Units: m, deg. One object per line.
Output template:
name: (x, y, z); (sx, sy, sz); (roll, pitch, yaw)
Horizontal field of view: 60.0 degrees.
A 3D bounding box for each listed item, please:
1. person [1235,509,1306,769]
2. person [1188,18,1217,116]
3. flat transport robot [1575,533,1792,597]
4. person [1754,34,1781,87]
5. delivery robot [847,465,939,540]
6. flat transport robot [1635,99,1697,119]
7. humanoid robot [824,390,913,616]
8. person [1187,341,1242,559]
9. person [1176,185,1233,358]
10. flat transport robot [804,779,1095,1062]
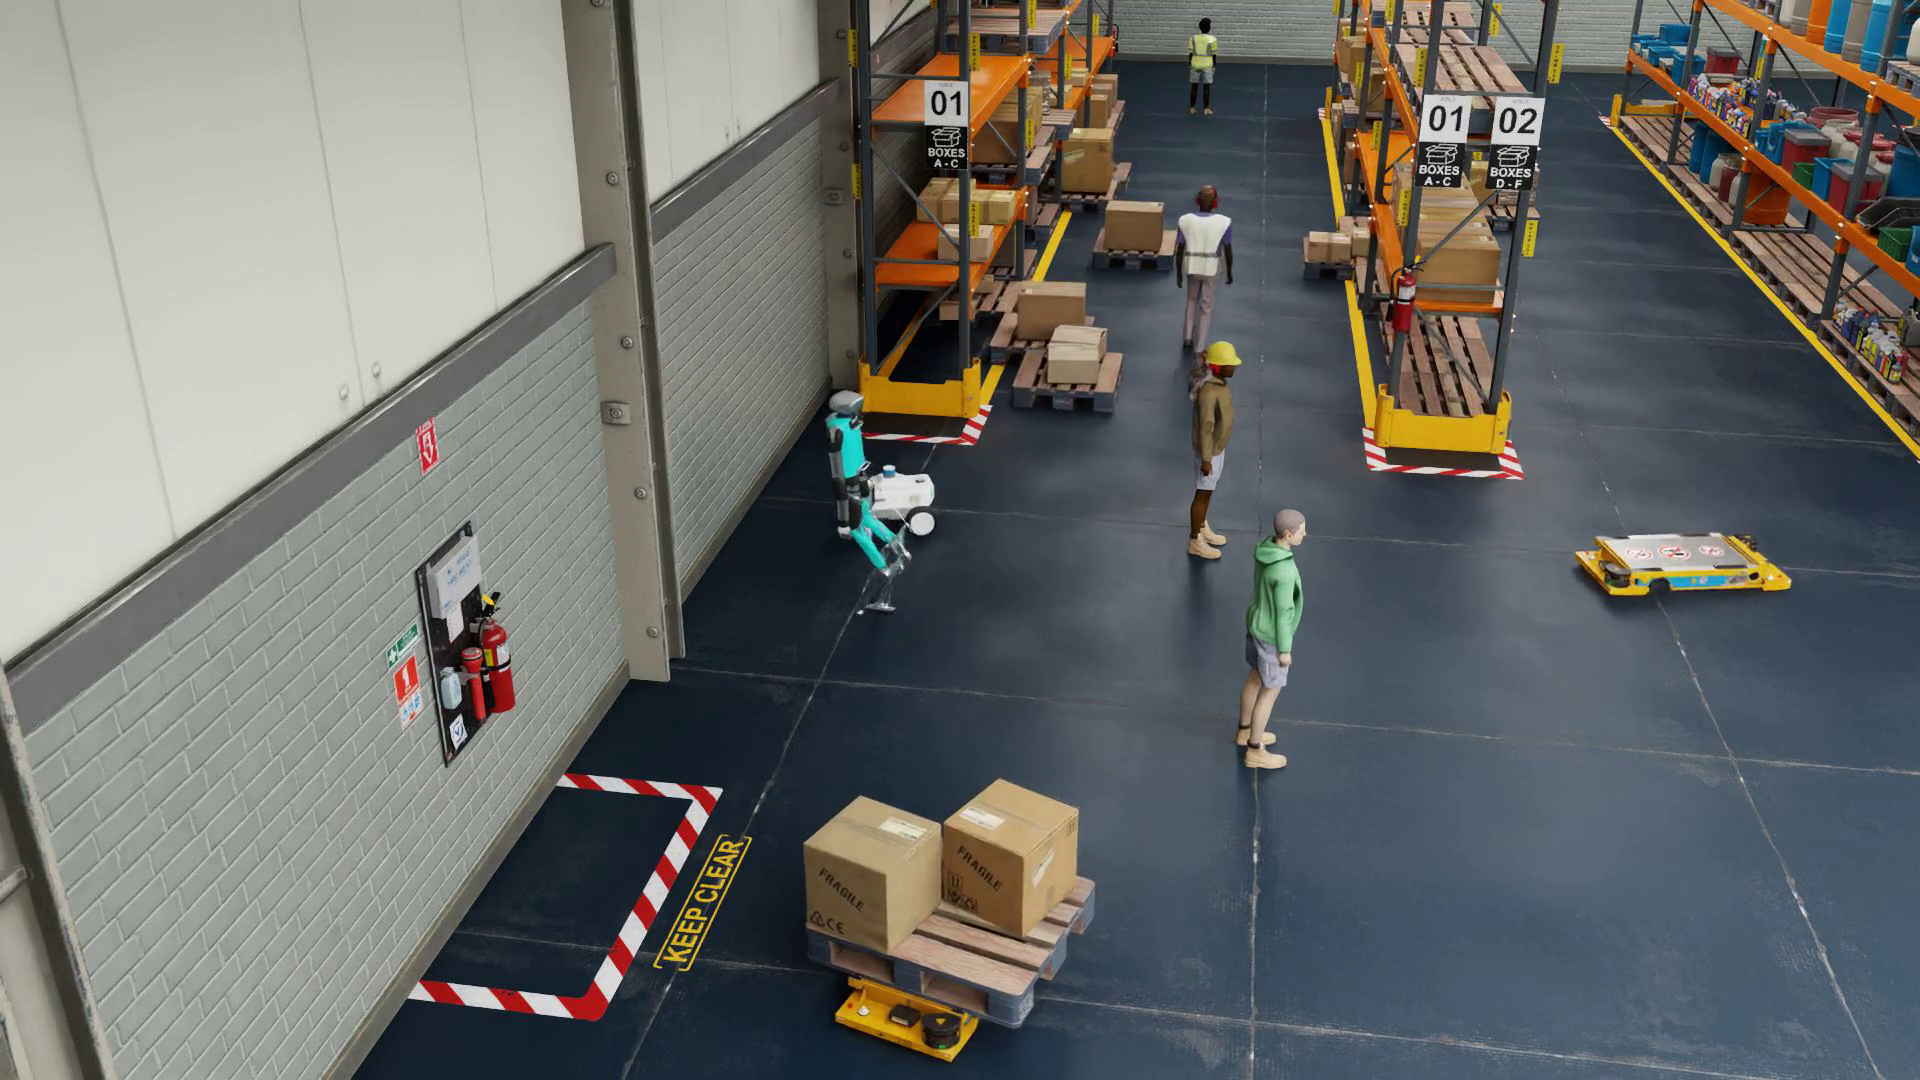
person: (1.930, 0.603, 10.343); (0.317, 1.736, 0.478); (-3, 25, -7)
person: (4.343, -8.481, 29.819); (0.536, 1.696, 0.321); (12, 28, 24)
flat transport robot: (5.621, 0.191, 12.949); (1.431, 0.231, 0.659); (-2, 25, -4)
person: (15.790, -9.757, 32.478); (0.322, 1.770, 0.533); (-21, 32, -37)
delivery robot: (-0.549, -0.320, 13.709); (0.770, 0.599, 0.517); (-5, 25, -10)
flat transport robot: (12.853, -7.723, 29.886); (1.431, 0.231, 0.659); (7, 26, 15)
humanoid robot: (-0.600, -0.193, 12.071); (0.711, 1.814, 0.548); (6, 26, 13)
person: (1.975, -0.732, 13.157); (0.406, 1.761, 0.554); (8, 26, 17)
person: (2.587, -2.837, 17.585); (0.569, 1.828, 0.518); (10, 27, 20)
flat transport robot: (-0.019, 2.147, 8.762); (0.659, 0.231, 1.431); (12, 28, 24)
